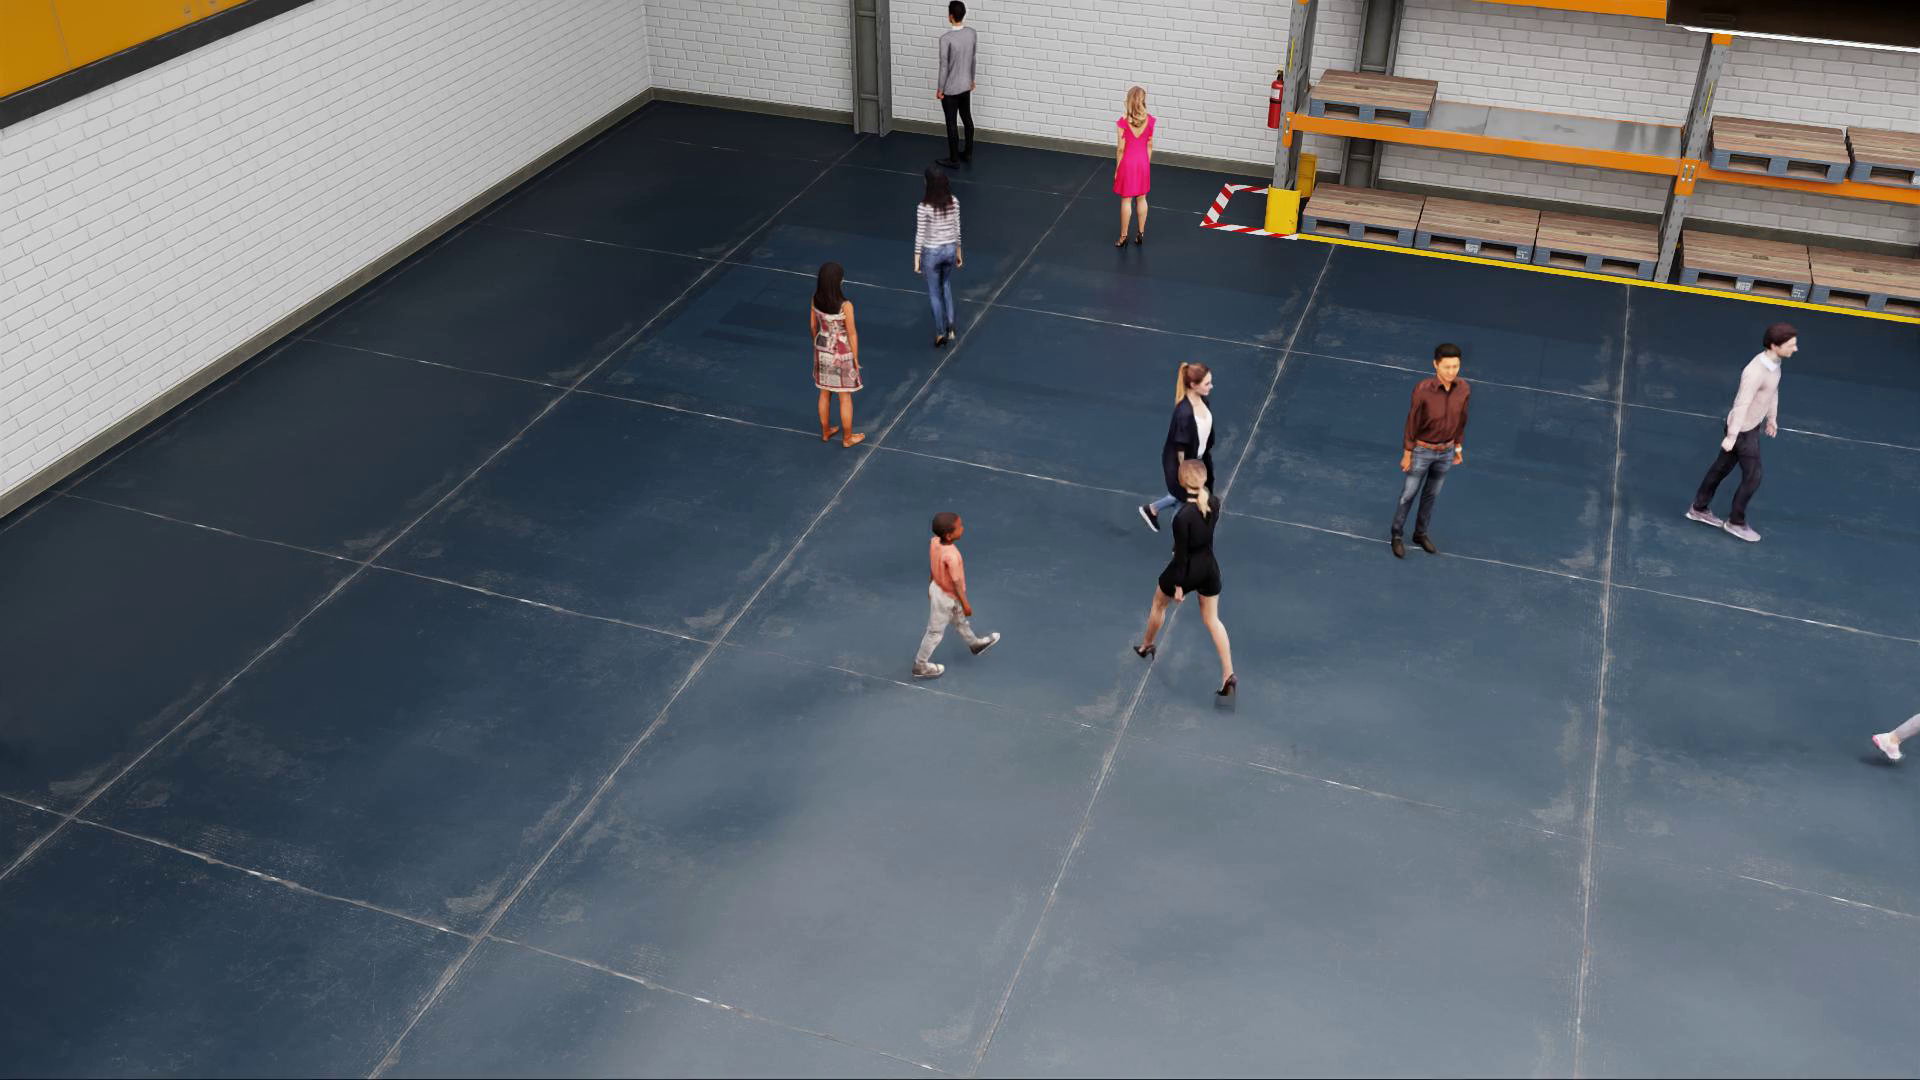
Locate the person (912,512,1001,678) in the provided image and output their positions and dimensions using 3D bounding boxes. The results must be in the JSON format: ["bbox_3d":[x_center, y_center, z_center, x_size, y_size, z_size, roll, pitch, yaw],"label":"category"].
[{"bbox_3d":[-0.154,0.399,11.332,0.945,1.276,0.815,-11,35,-15],"label":"person"}]

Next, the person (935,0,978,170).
[{"bbox_3d":[-0.034,-5.287,19.304,0.787,1.922,0.829,29,43,36],"label":"person"}]

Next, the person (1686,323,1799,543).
[{"bbox_3d":[5.958,-0.879,12.795,0.894,1.787,0.766,21,39,28],"label":"person"}]

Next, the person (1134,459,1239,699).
[{"bbox_3d":[1.605,0.297,11.087,0.995,1.717,1.218,-23,40,-31],"label":"person"}]

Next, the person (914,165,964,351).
[{"bbox_3d":[-0.147,-2.546,15.306,0.756,1.781,0.810,-17,37,-23],"label":"person"}]

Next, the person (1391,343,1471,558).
[{"bbox_3d":[3.539,-0.685,12.510,0.654,1.779,0.779,-7,34,-11],"label":"person"}]

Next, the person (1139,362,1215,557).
[{"bbox_3d":[1.614,-0.598,12.475,0.889,1.671,0.733,20,39,27],"label":"person"}]

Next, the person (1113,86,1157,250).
[{"bbox_3d":[1.817,-3.891,17.378,0.642,1.728,0.724,-9,35,-13],"label":"person"}]

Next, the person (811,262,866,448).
[{"bbox_3d":[-1.052,-1.562,13.950,0.543,1.645,0.755,19,38,26],"label":"person"}]
